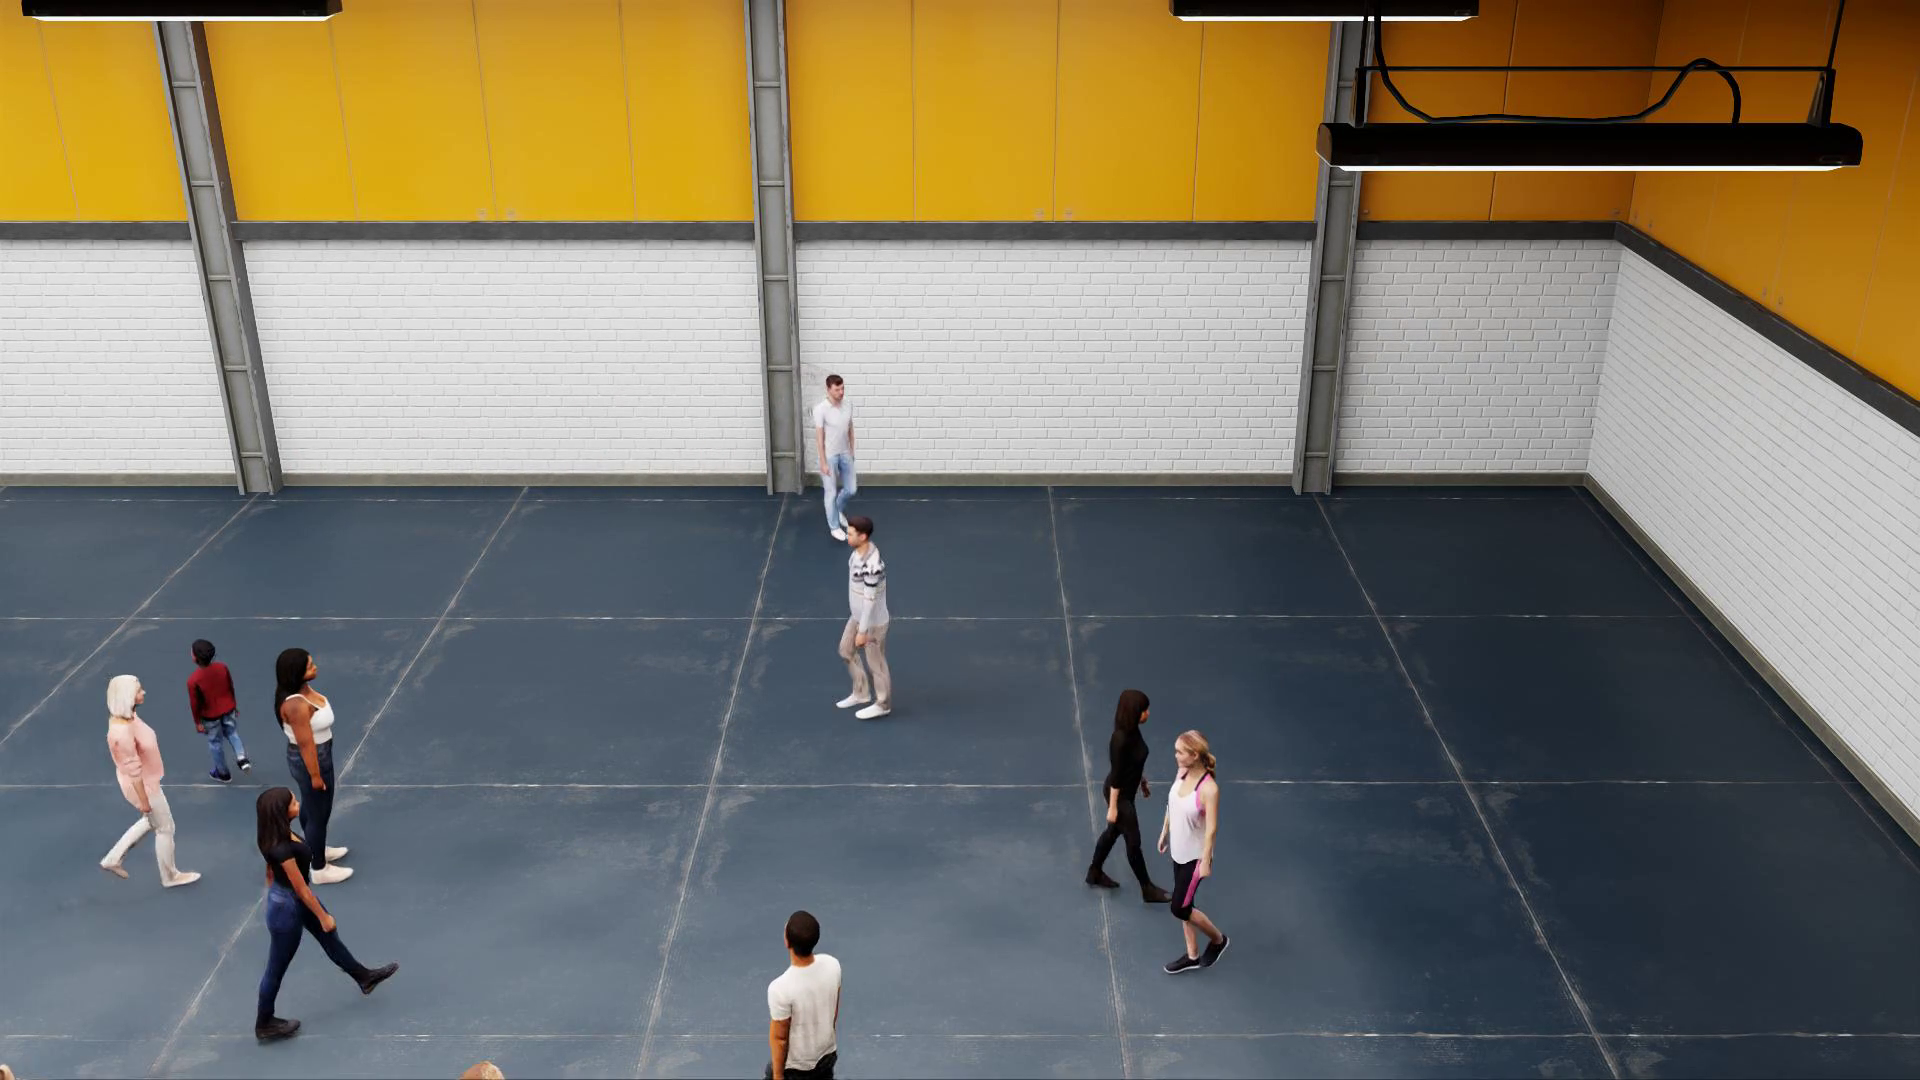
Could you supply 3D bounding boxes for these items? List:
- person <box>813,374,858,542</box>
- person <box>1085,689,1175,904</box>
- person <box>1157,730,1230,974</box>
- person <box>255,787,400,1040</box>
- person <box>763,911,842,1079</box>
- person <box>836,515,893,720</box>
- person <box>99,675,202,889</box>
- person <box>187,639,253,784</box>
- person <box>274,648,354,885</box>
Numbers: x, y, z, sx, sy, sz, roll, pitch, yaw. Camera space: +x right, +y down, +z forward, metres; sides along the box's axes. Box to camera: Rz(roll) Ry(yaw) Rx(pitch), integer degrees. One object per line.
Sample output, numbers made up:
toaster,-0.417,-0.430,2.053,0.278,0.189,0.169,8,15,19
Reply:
person,-1.370,-0.894,17.447,0.836,1.835,0.895,-18,29,-35
person,1.071,1.768,11.623,0.986,1.621,0.774,7,25,16
person,1.589,2.031,10.838,0.775,1.768,0.720,-10,25,-21
person,-4.207,2.342,10.224,1.196,1.691,0.928,-12,26,-25
person,-0.784,2.831,8.987,0.812,1.785,0.875,-21,31,-39
person,-0.683,0.638,13.928,0.773,1.845,0.792,-6,24,-13
person,-5.800,1.728,11.607,0.953,1.708,0.826,-12,26,-26
person,-5.794,1.353,13.043,0.707,1.245,0.643,16,28,32
person,-4.632,1.582,11.815,0.741,1.808,0.737,-10,26,-23
